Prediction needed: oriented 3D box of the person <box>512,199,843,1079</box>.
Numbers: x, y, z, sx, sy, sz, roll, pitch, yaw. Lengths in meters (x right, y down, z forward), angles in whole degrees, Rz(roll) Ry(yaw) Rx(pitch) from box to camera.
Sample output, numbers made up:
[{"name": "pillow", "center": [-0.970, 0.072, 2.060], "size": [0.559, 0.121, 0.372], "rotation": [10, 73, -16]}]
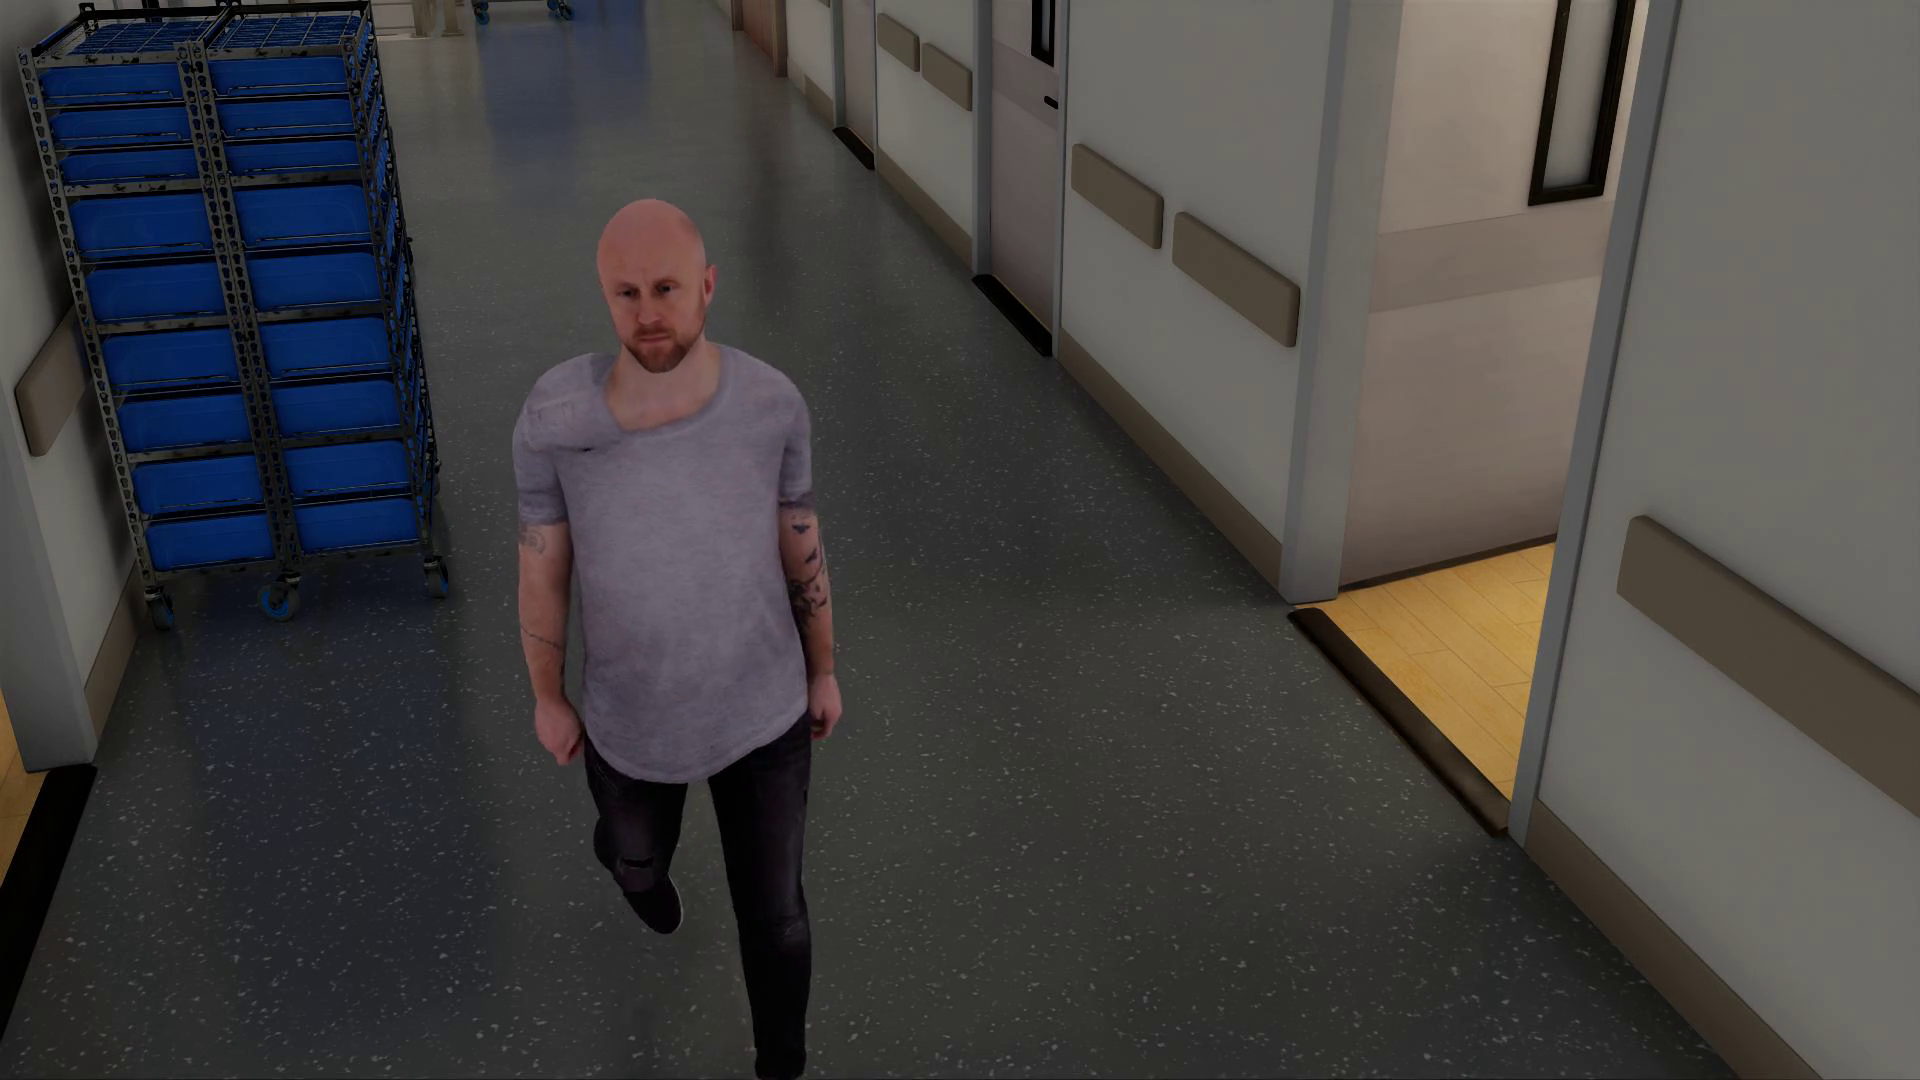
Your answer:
[{"name": "person", "center": [-0.513, 0.250, 3.076], "size": [0.717, 1.803, 1.126], "rotation": [-7, 27, -15]}]
